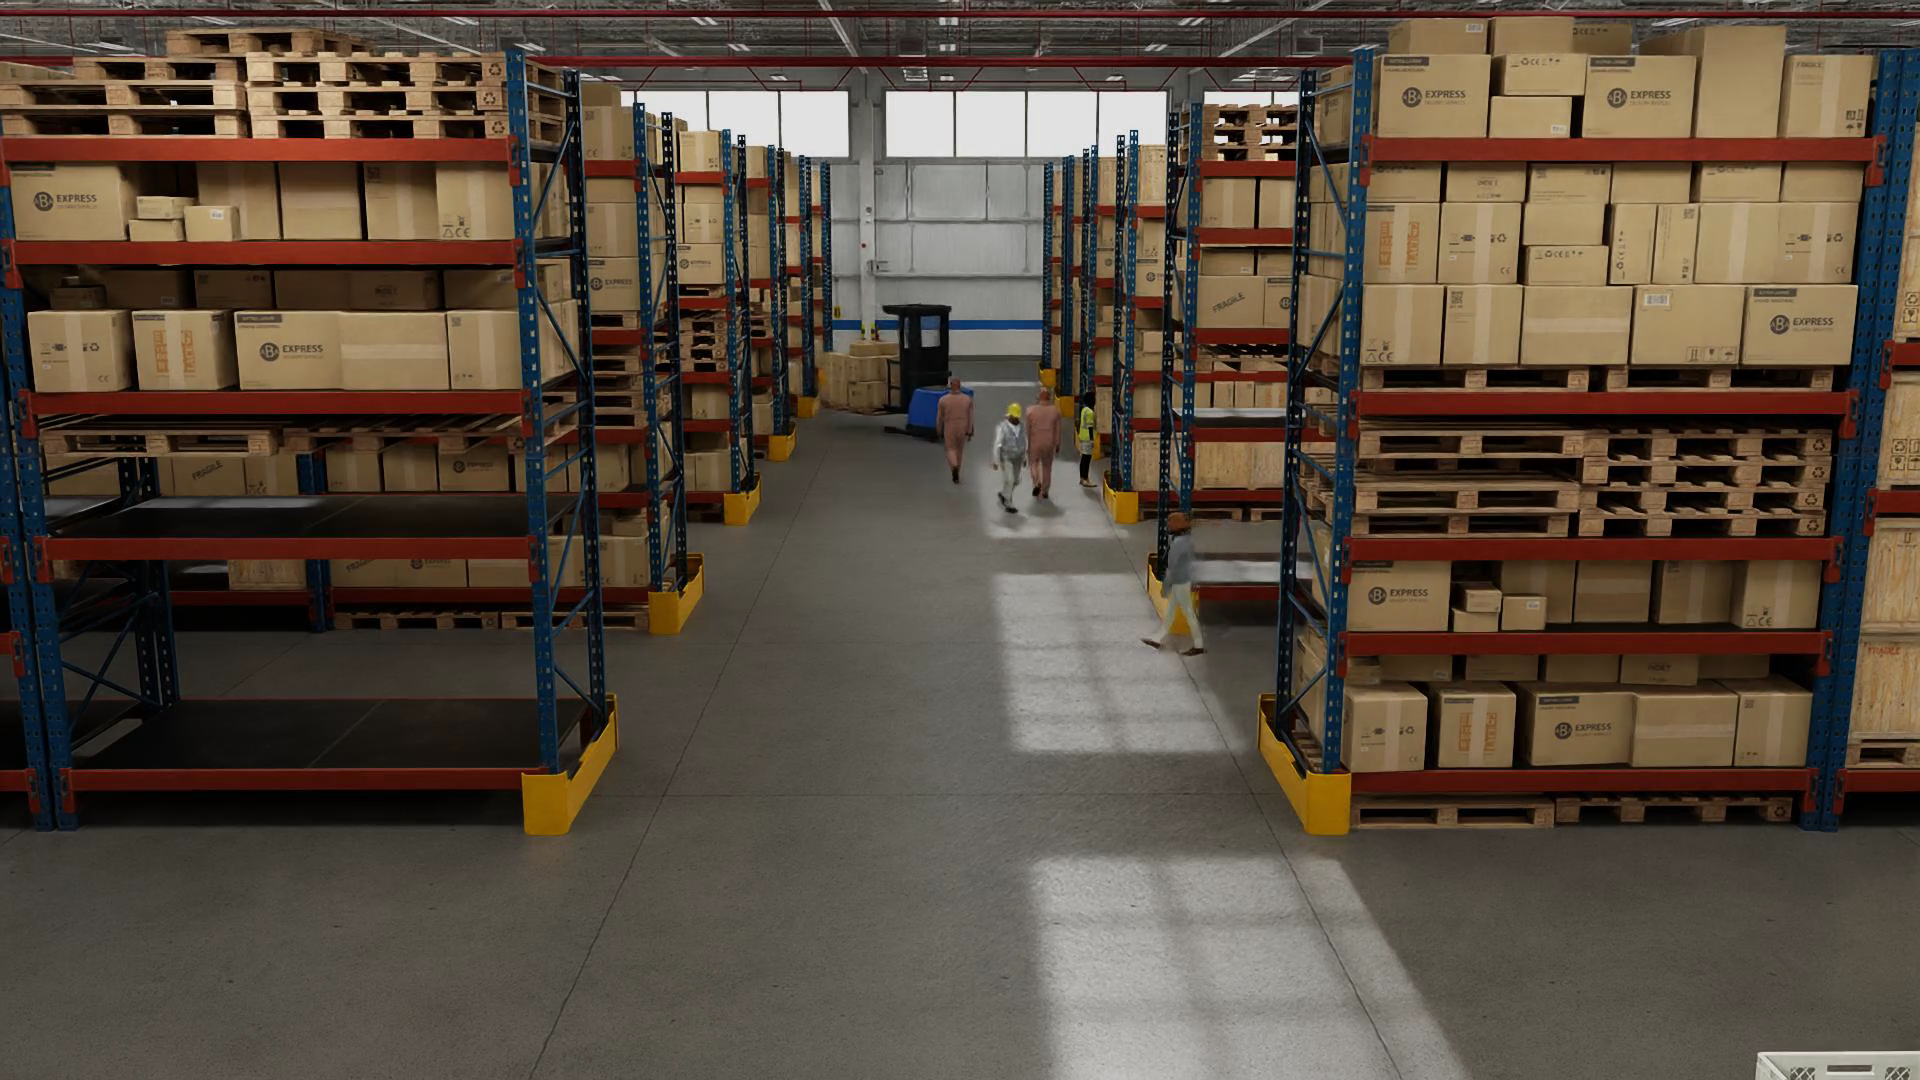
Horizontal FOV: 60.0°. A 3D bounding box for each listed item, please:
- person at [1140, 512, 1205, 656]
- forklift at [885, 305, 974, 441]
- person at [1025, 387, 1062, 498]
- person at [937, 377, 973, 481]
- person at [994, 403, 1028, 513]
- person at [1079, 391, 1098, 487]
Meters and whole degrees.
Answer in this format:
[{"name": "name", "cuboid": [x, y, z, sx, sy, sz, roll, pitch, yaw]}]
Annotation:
[{"name": "person", "cuboid": [2.373, 0.490, 18.464, 0.822, 1.578, 0.617, 4, 12, 21]}, {"name": "forklift", "cuboid": [-0.636, -3.620, 35.643, 1.129, 2.768, 1.873, -8, 14, -36]}, {"name": "person", "cuboid": [1.401, -1.658, 28.365, 0.676, 1.892, 0.429, -1, 11, -6]}, {"name": "person", "cuboid": [-0.089, -1.997, 30.085, 0.653, 1.882, 0.765, -3, 12, -13]}, {"name": "person", "cuboid": [0.806, -1.349, 27.071, 0.633, 1.805, 0.611, -8, 14, -33]}, {"name": "person", "cuboid": [2.283, -1.794, 29.535, 0.317, 1.695, 0.540, -2, 12, -8]}]
